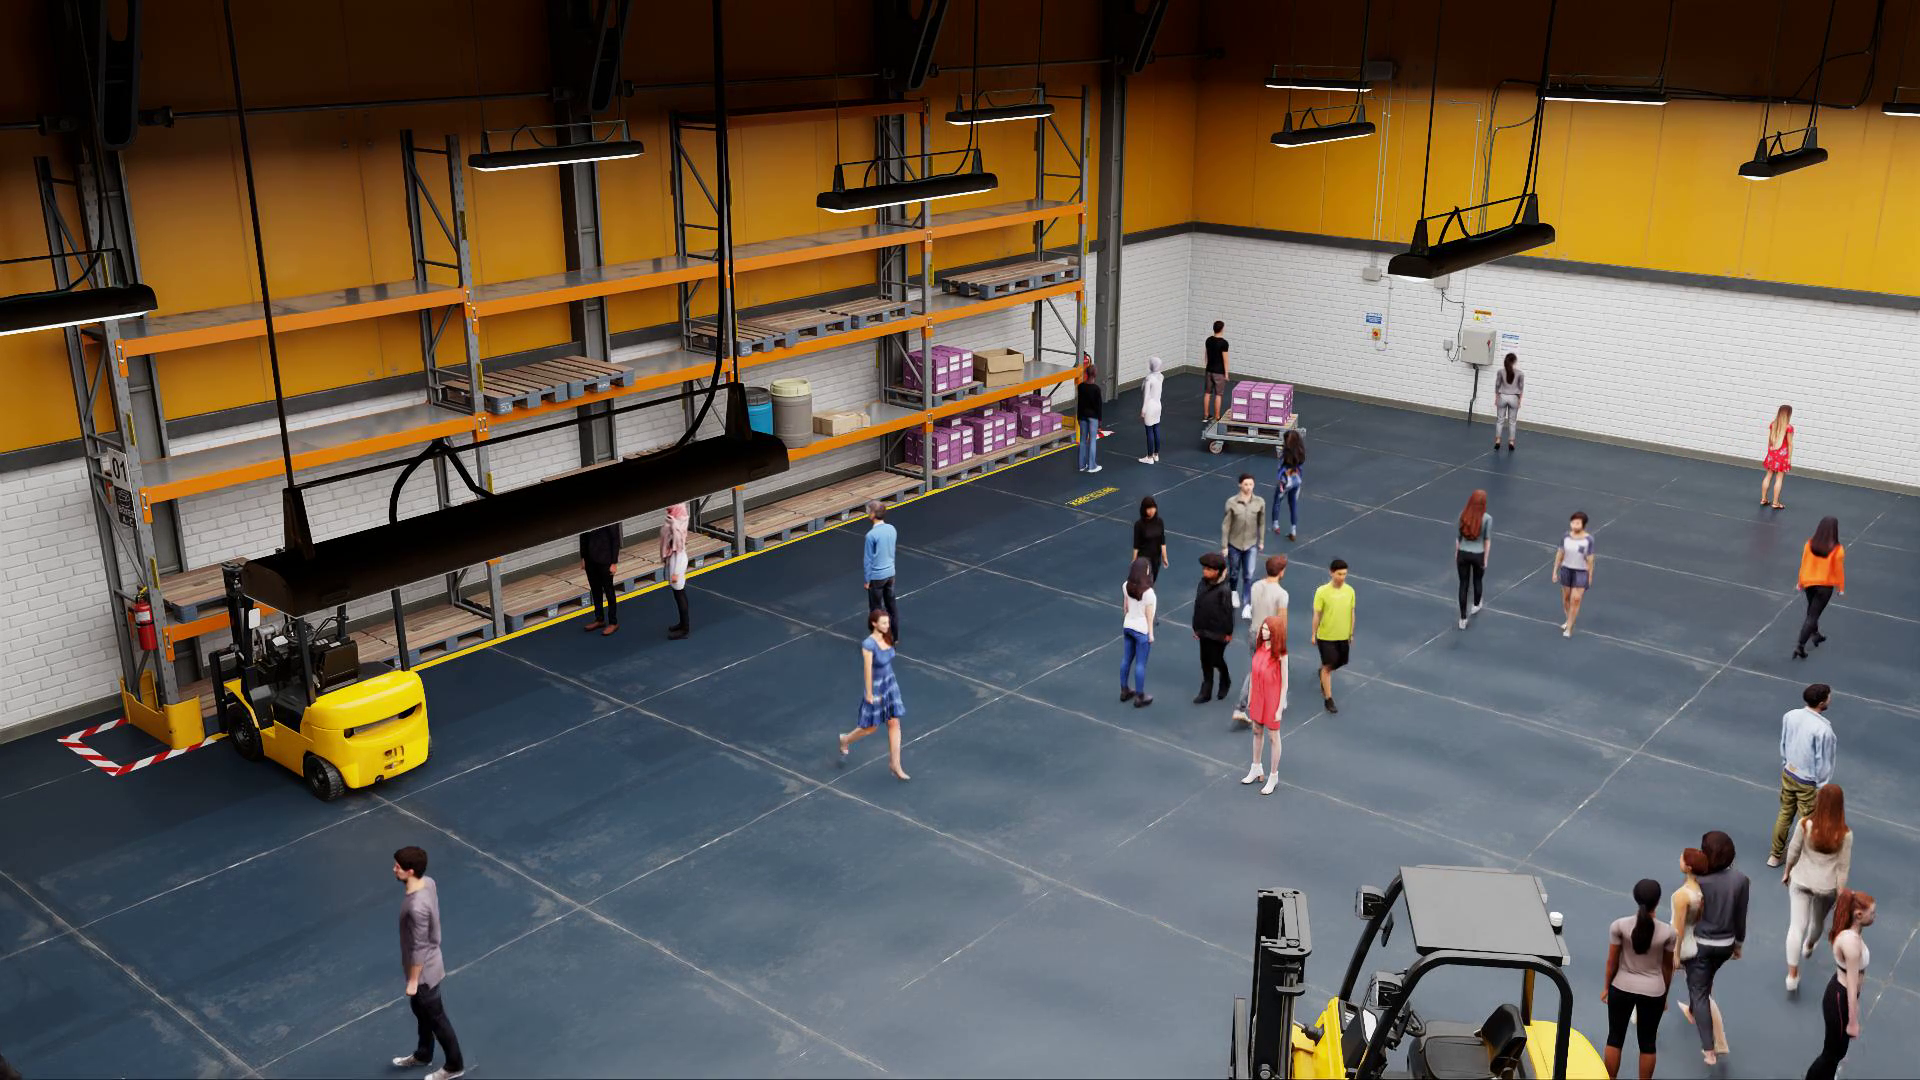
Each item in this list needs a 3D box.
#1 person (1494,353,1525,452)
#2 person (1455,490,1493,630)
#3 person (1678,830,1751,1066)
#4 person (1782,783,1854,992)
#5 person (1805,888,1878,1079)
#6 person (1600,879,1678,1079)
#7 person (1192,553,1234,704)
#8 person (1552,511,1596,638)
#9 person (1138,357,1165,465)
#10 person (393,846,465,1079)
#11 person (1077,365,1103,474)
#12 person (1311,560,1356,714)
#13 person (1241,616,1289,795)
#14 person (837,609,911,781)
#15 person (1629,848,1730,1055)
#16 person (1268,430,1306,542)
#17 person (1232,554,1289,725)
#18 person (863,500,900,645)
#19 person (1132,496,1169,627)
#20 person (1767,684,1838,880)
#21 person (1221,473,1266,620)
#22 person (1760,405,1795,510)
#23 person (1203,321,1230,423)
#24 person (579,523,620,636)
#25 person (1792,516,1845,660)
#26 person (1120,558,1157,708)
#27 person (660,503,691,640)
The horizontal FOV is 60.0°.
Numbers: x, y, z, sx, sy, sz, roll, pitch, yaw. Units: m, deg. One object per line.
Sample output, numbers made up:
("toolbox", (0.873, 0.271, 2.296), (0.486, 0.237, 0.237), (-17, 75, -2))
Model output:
("person", (9.294, -2.343, 28.214), (0.679, 1.677, 0.667), (8, 20, 22))
("person", (6.260, 0.258, 20.434), (0.766, 1.714, 1.072), (8, 20, 22))
("person", (5.536, 3.014, 12.222), (1.061, 1.731, 1.191), (1, 19, 3))
("person", (6.701, 2.759, 13.076), (0.716, 1.670, 1.184), (12, 22, 31))
("person", (6.107, 3.225, 11.582), (0.719, 1.740, 0.594), (12, 22, 32))
("person", (4.756, 3.186, 11.690), (0.684, 1.745, 0.671), (5, 19, 15))
("person", (2.838, 0.956, 18.292), (0.749, 1.758, 0.686), (-15, 24, -38))
("person", (7.546, 0.377, 20.354), (0.583, 1.539, 0.825), (15, 23, 37))
("person", (3.185, -2.151, 27.491), (0.669, 1.775, 0.458), (16, 24, 39))
("person", (-3.820, 3.037, 11.961), (0.911, 1.854, 0.857), (-5, 19, -15))
("person", (2.096, -1.982, 27.031), (0.604, 1.748, 0.556), (13, 22, 33))
("person", (4.068, 1.004, 18.259), (1.032, 1.688, 1.029), (-4, 19, -13))
("person", (3.015, 1.592, 16.296), (0.602, 1.828, 0.649), (-12, 22, -32))
("person", (-0.858, 1.533, 16.537), (0.823, 1.784, 1.037), (10, 21, 27))
("person", (5.431, 3.059, 12.277), (1.038, 1.611, 0.874), (-9, 21, -26))
("person", (4.734, -0.769, 23.656), (0.828, 1.604, 0.864), (-7, 20, -19))
("person", (3.203, 1.096, 17.730), (0.685, 1.850, 1.092), (18, 25, 42))
("person", (-0.938, 0.404, 19.846), (0.693, 1.813, 0.484), (15, 23, 37))
("person", (2.314, 0.213, 20.735), (1.050, 1.607, 0.901), (-9, 21, -26))
("person", (7.480, 2.120, 14.752), (0.778, 1.811, 0.756), (-4, 19, -12))
("person", (3.529, 0.047, 20.899), (1.167, 1.817, 1.275), (0, 19, 0))
("person", (12.382, -1.275, 25.175), (0.658, 1.593, 0.646), (-9, 21, -25))
("person", (4.604, -3.040, 29.999), (0.671, 1.859, 0.581), (17, 25, 41))
("person", (-4.387, 0.223, 20.277), (0.745, 1.881, 0.626), (10, 21, 27))
("person", (9.985, 0.582, 19.459), (1.077, 1.722, 0.874), (-9, 20, -24))
("person", (1.942, 1.014, 18.238), (0.606, 1.683, 0.640), (-13, 23, -34))
("person", (-3.416, 0.314, 20.127), (0.796, 1.803, 0.736), (-2, 19, -5))
